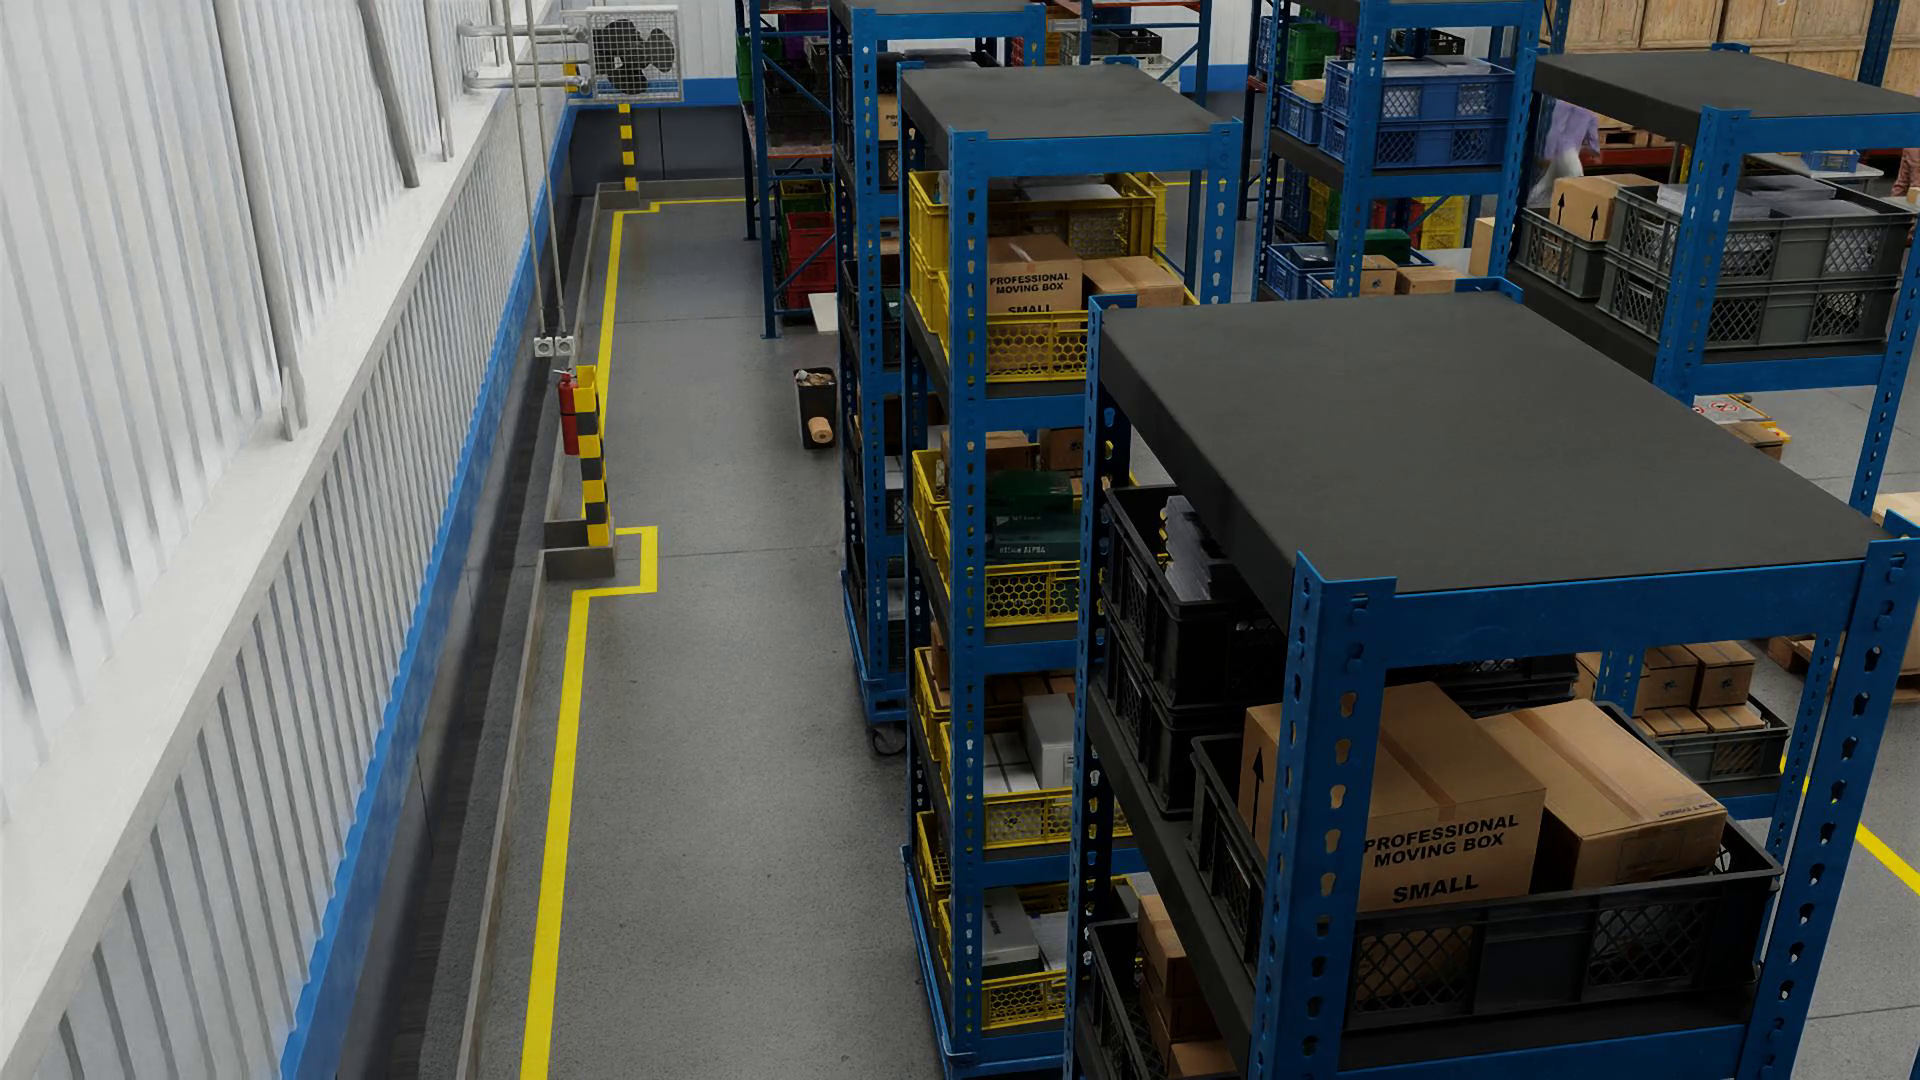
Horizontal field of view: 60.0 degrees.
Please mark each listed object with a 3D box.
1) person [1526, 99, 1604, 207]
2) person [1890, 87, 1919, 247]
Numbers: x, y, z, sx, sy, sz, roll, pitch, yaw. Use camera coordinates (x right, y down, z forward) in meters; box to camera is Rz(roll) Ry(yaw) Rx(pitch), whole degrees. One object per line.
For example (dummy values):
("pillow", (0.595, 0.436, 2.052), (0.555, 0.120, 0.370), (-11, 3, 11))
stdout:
("person", (6.211, -3.992, 17.037), (1.037, 1.892, 0.632), (18, 30, 34))
("person", (9.831, -3.944, 16.915), (0.398, 1.898, 0.645), (2, 25, 4))
